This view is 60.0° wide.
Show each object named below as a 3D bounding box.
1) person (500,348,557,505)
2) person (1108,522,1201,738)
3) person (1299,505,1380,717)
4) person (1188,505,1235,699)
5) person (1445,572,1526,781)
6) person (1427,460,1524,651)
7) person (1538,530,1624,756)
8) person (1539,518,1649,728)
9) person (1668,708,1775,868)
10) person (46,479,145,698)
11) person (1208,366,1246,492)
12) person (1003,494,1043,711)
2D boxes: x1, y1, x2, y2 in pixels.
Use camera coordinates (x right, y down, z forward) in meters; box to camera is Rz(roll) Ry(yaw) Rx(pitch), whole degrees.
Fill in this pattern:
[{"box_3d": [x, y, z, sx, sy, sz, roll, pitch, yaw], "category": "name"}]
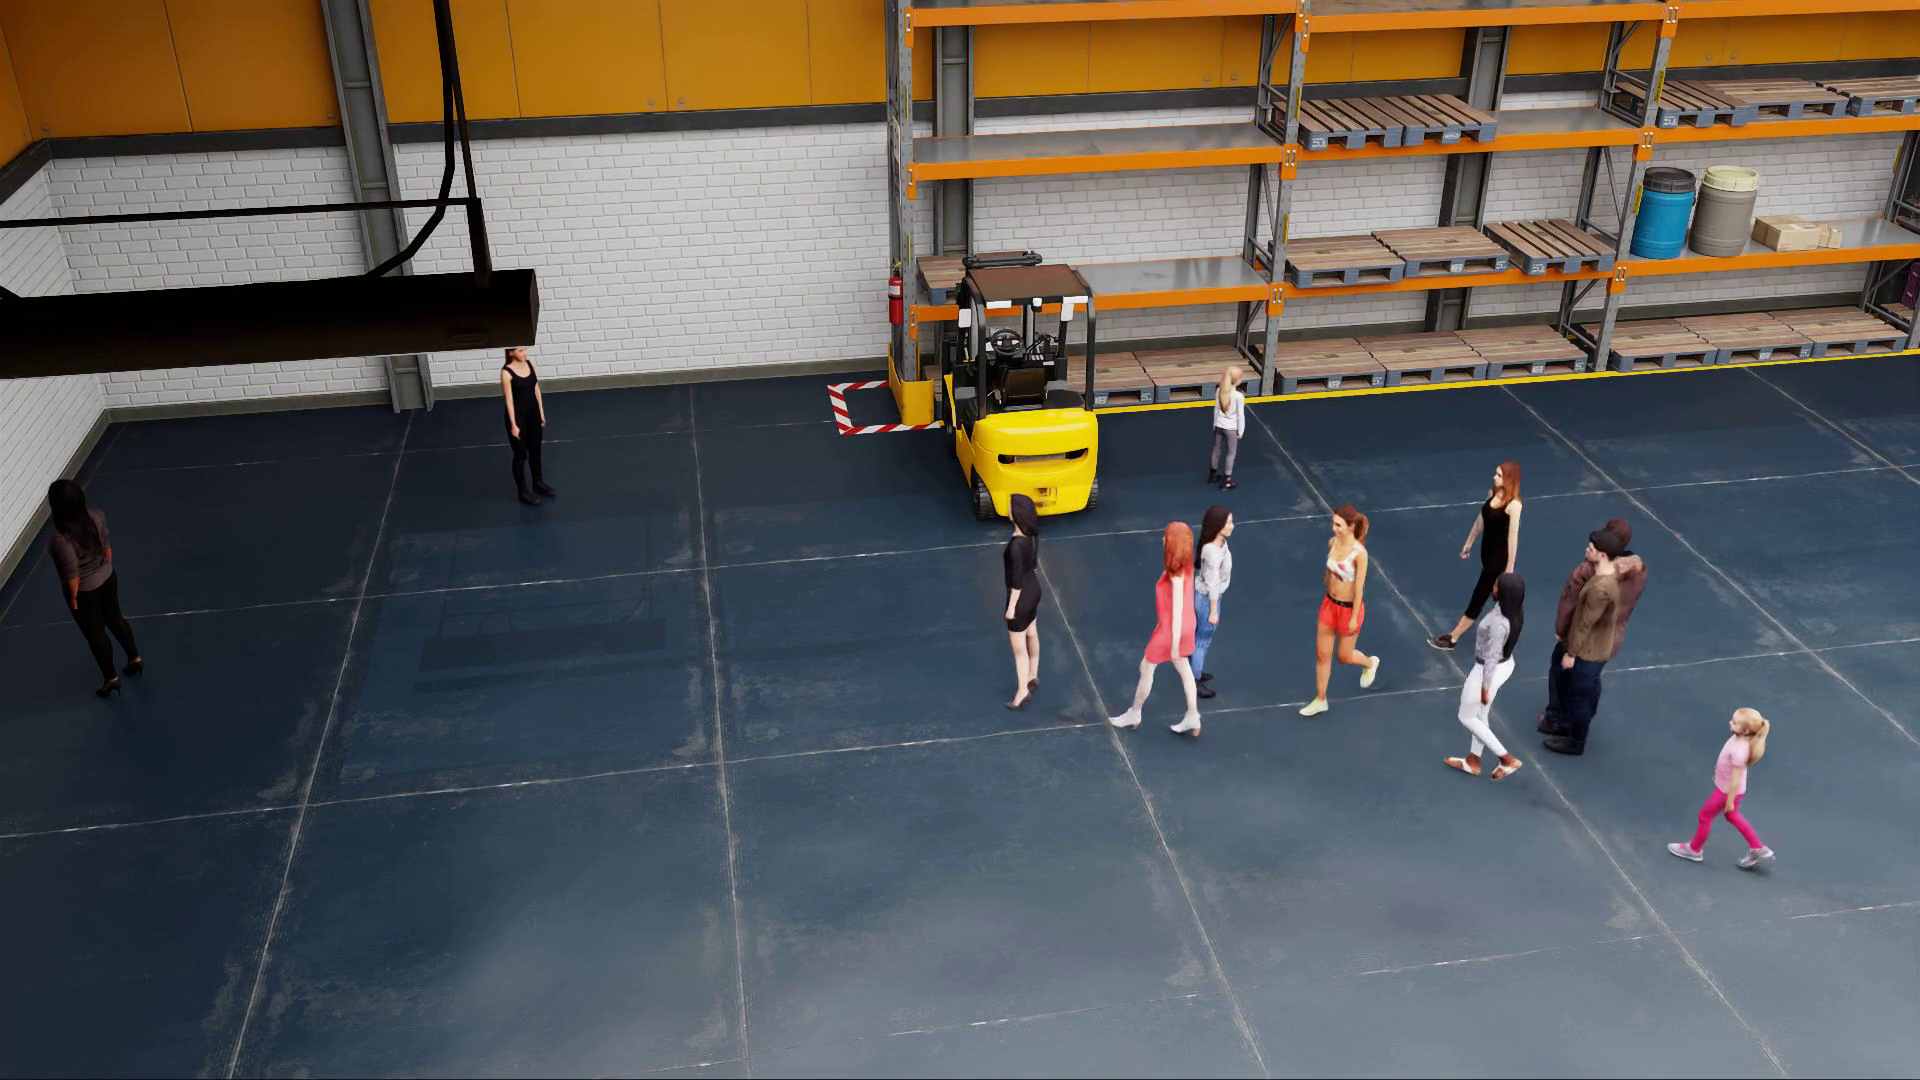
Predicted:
[{"box_3d": [-4.175, -1.165, 15.910, 0.726, 1.688, 0.673, 17, 33, 28], "category": "person"}, {"box_3d": [1.684, 0.711, 12.356, 1.039, 1.798, 0.891, 9, 30, 15], "category": "person"}, {"box_3d": [2.987, 0.530, 12.719, 1.065, 1.769, 0.831, -17, 33, -29], "category": "person"}, {"box_3d": [1.932, 0.459, 12.994, 0.600, 1.630, 0.656, 2, 29, 4], "category": "person"}, {"box_3d": [3.868, 1.006, 11.905, 0.913, 1.712, 0.865, 21, 35, 33], "category": "person"}, {"box_3d": [4.441, 0.134, 13.522, 1.039, 1.693, 0.571, -5, 29, -9], "category": "person"}, {"box_3d": [4.677, 0.777, 12.154, 0.795, 1.876, 0.768, 11, 31, 20], "category": "person"}, {"box_3d": [4.731, 0.714, 12.316, 0.675, 1.831, 0.862, -3, 29, -6], "category": "person"}, {"box_3d": [5.235, 1.670, 11.165, 0.905, 1.254, 0.811, 16, 32, 27], "category": "person"}, {"box_3d": [-6.753, 0.362, 12.950, 0.737, 1.841, 0.741, 7, 29, 12], "category": "person"}, {"box_3d": [2.595, -1.098, 16.216, 0.588, 1.277, 0.638, 24, 36, 36], "category": "person"}, {"box_3d": [0.483, 0.474, 12.785, 0.687, 1.803, 0.670, 13, 31, 22], "category": "person"}]
